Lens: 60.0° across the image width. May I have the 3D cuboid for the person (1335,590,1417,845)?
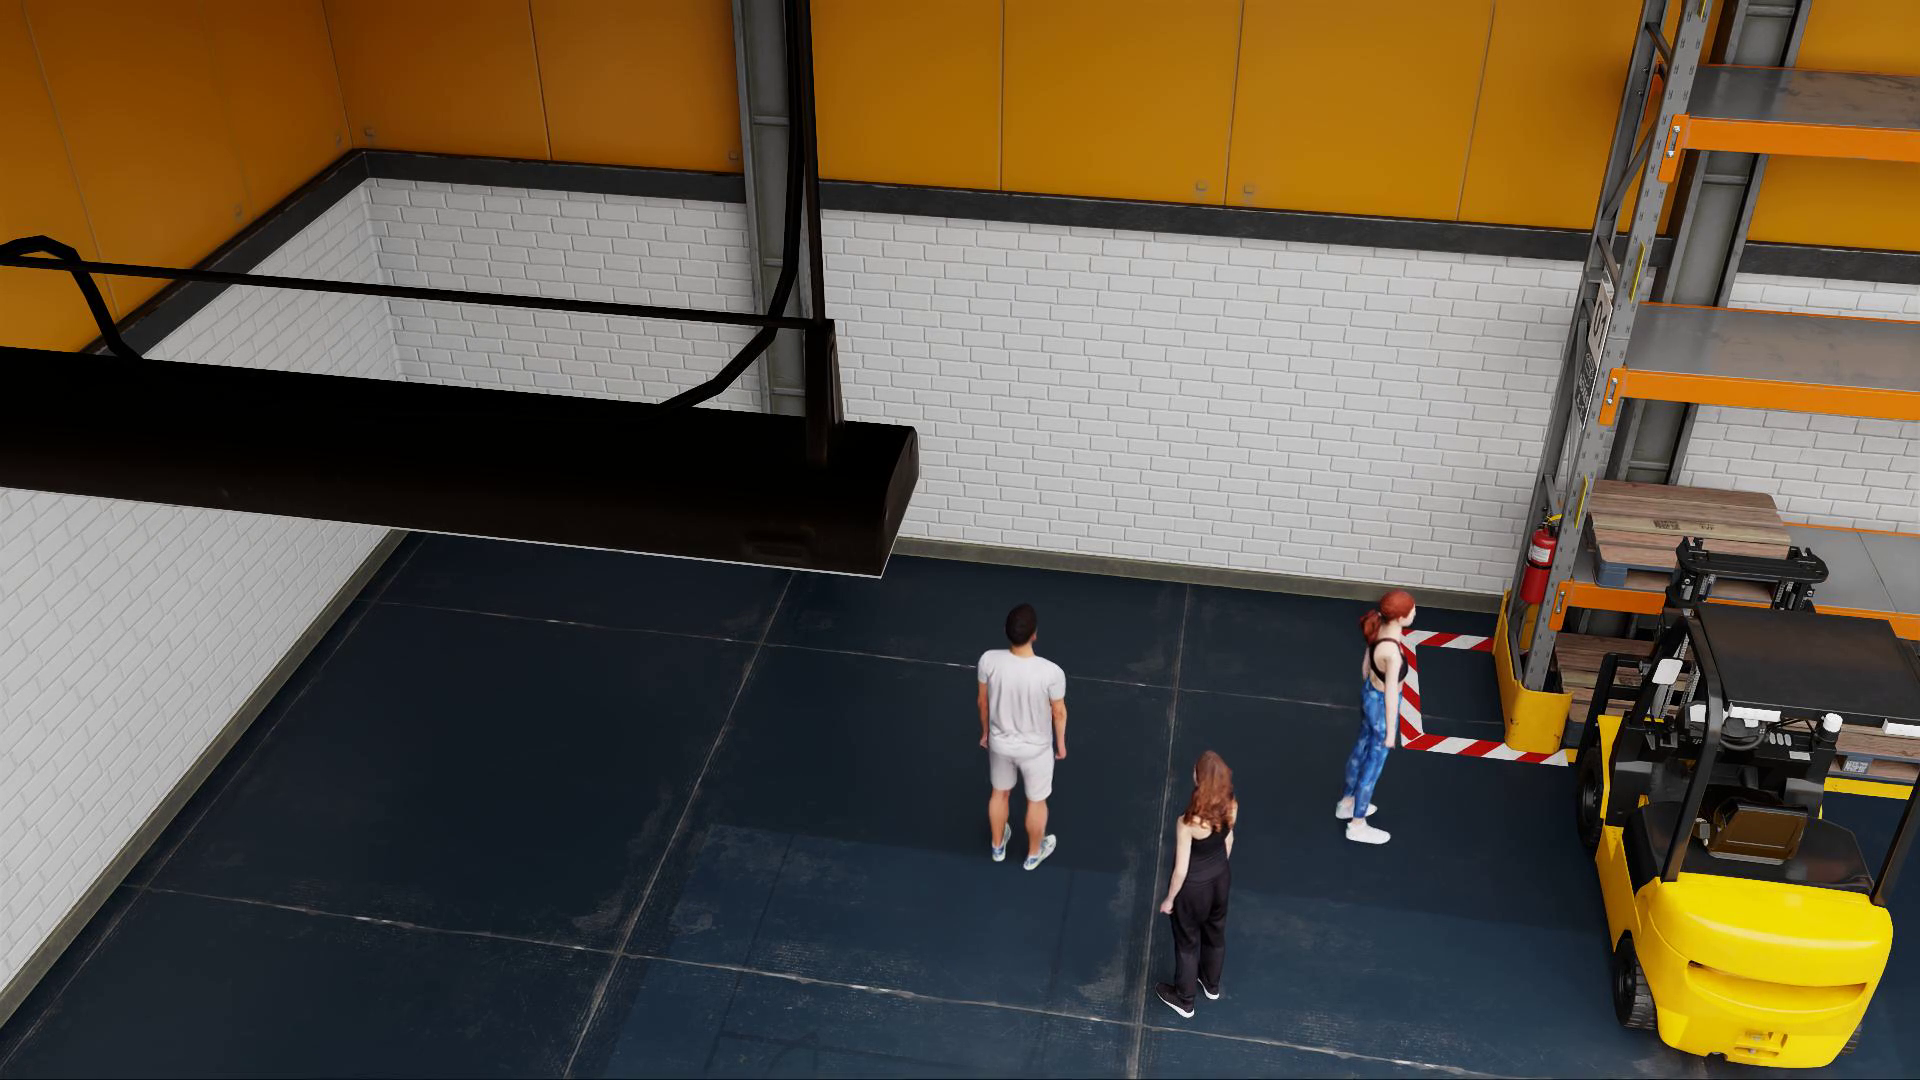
[{"bbox_3d":[2.510,1.046,9.996,0.650,1.786,0.634,-3,34,-5],"label":"person"}]

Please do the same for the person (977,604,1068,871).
[{"bbox_3d":[0.353,1.166,9.743,0.567,1.855,0.780,11,35,16],"label":"person"}]

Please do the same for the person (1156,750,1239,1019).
[{"bbox_3d":[1.287,1.829,8.845,0.662,1.746,0.721,-21,39,-29],"label":"person"}]
